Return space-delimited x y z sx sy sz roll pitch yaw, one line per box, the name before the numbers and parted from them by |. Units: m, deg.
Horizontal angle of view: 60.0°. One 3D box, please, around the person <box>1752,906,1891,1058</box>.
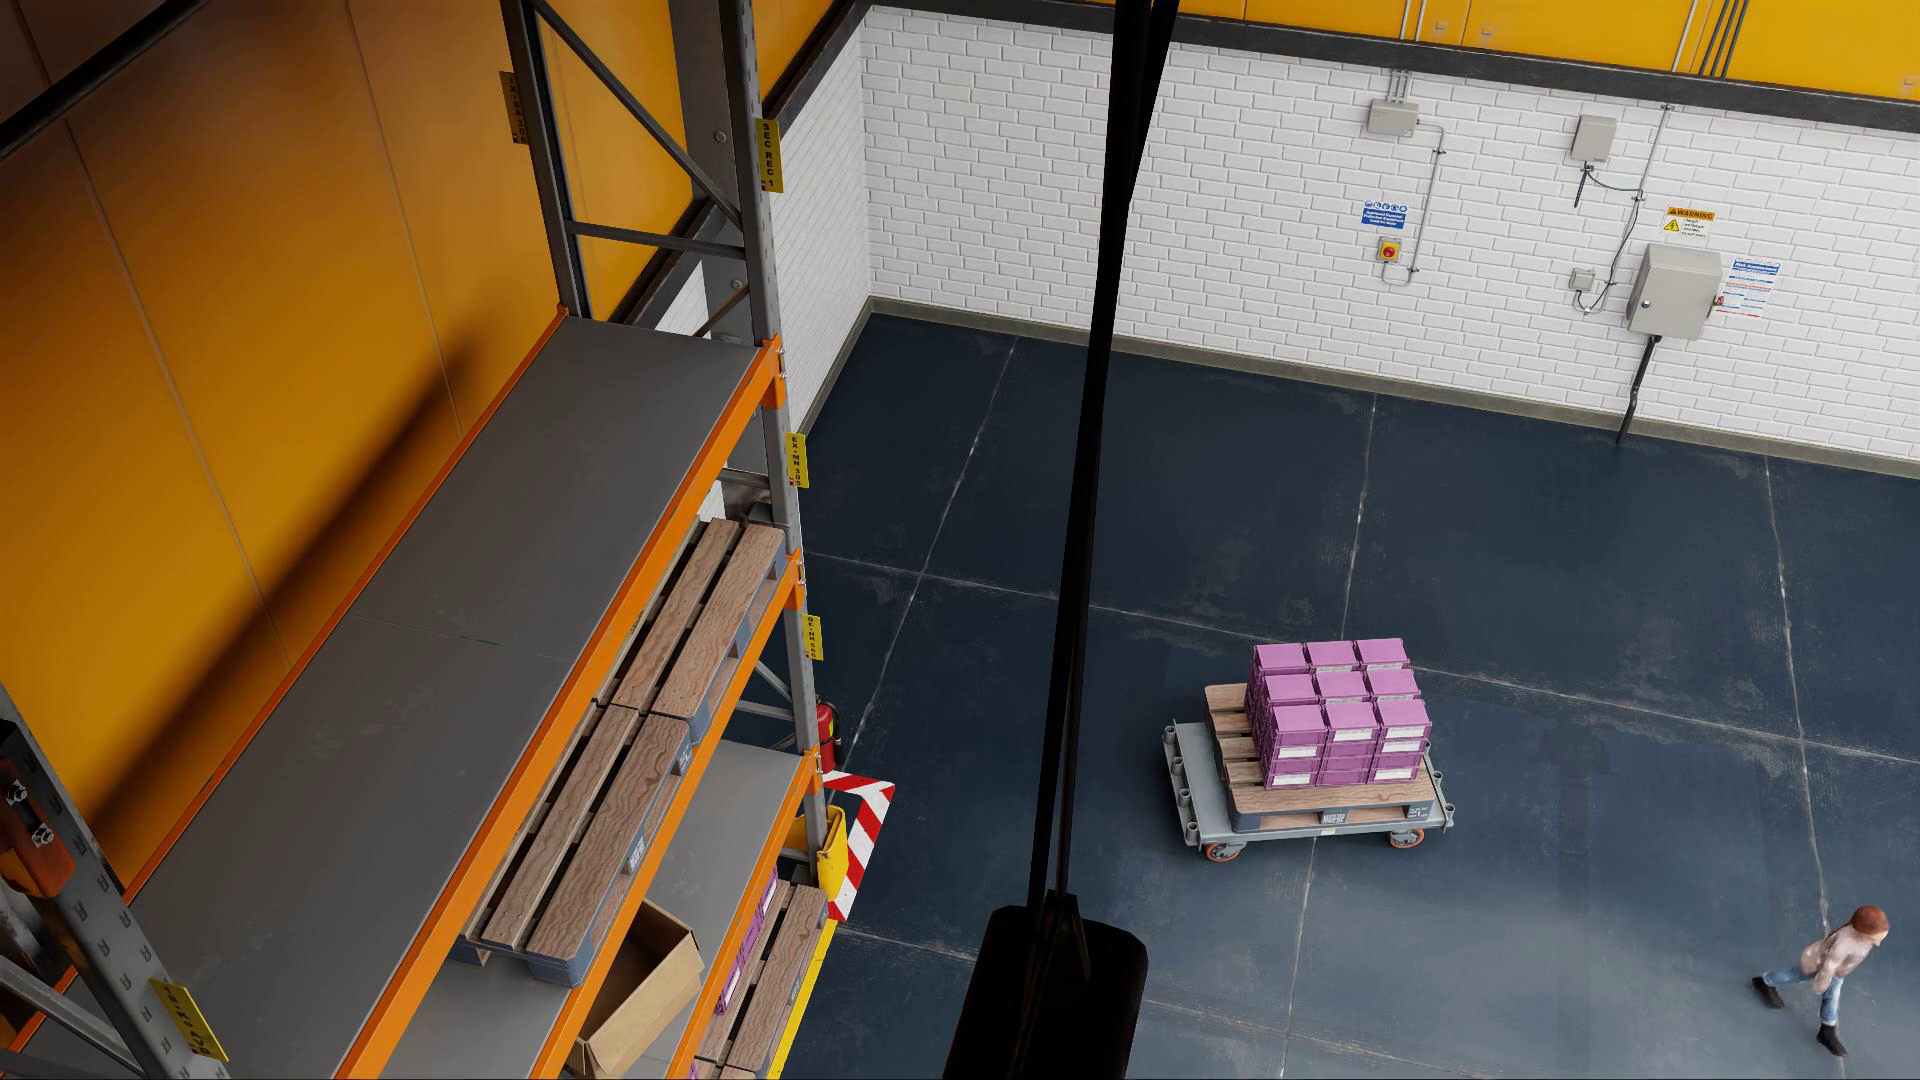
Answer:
person | 4.685 2.257 9.065 0.810 1.164 0.900 -22 48 -22
